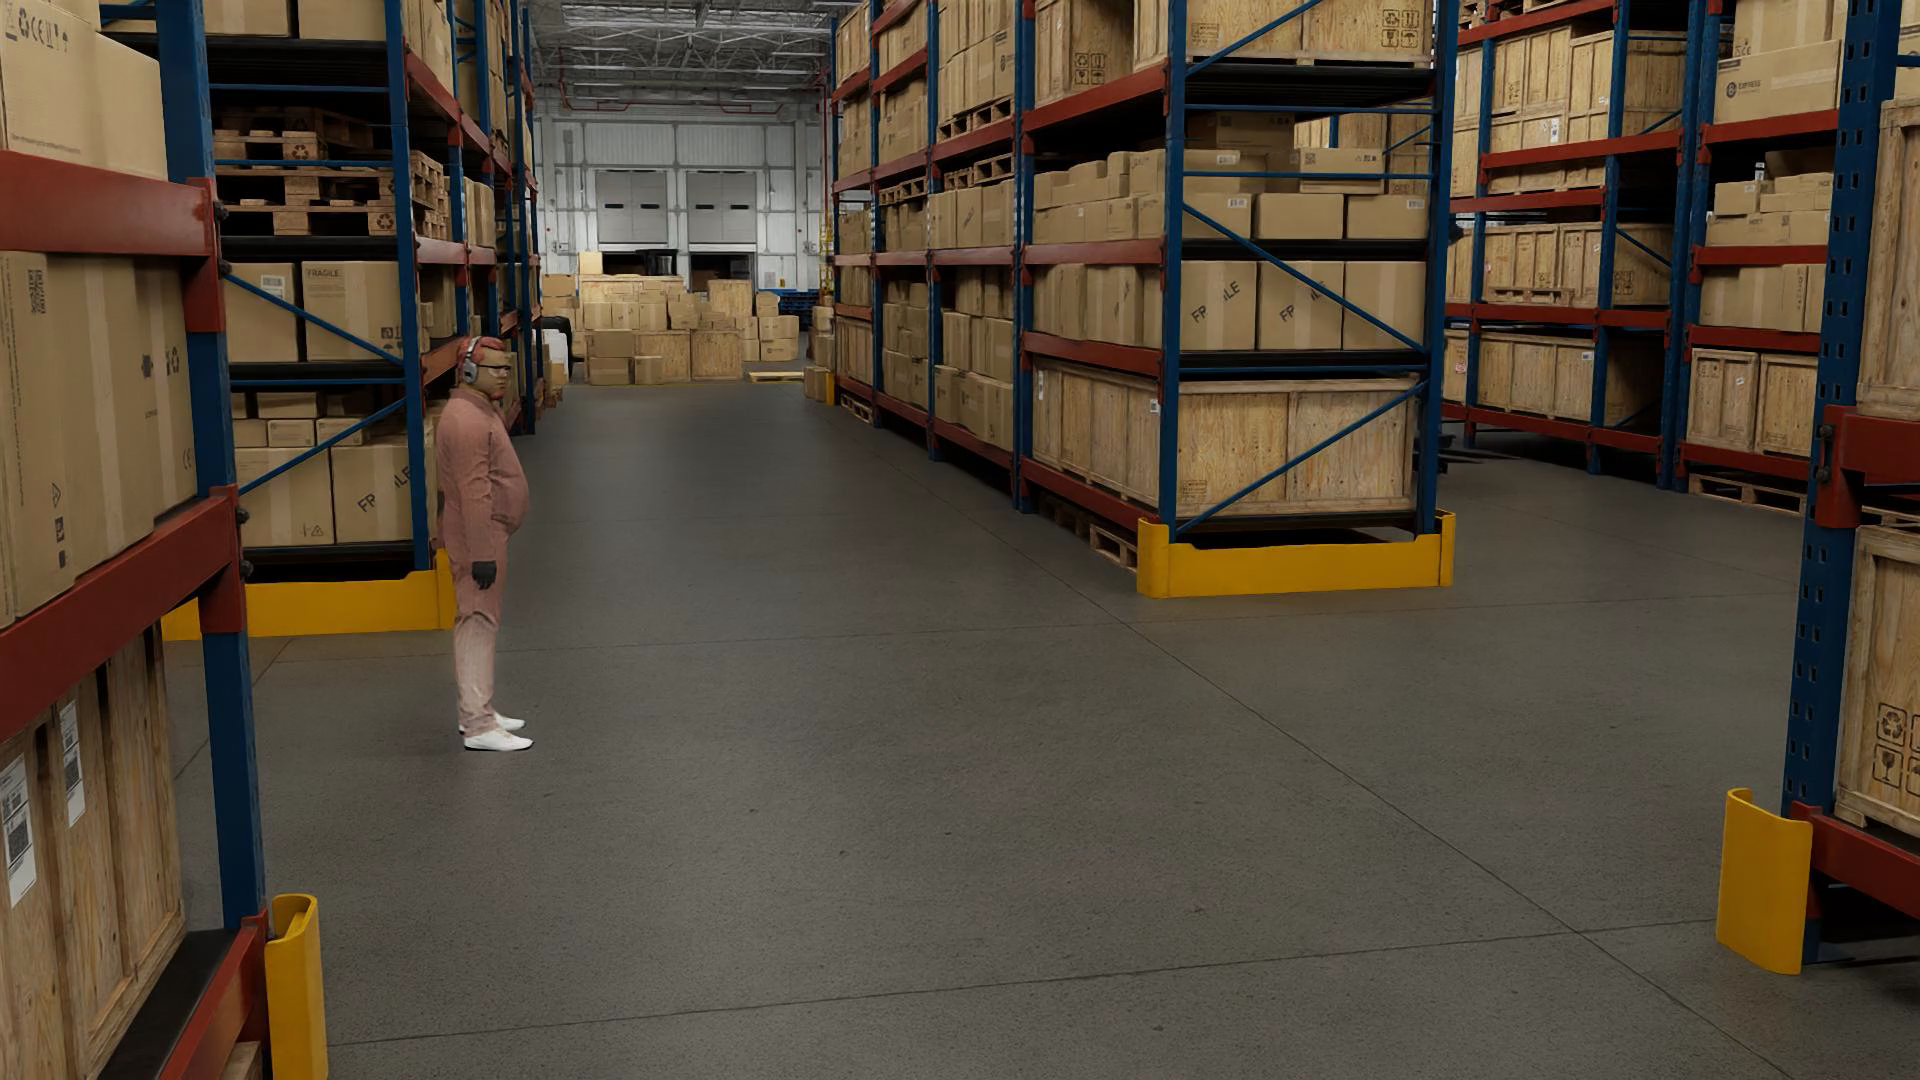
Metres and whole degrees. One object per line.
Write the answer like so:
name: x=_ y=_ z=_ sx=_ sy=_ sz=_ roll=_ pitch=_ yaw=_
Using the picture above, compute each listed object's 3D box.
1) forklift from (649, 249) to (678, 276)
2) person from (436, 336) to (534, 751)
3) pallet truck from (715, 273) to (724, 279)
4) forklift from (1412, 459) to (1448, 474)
forklift: x=-9.883 y=-8.343 z=55.675 sx=1.129 sy=2.768 sz=1.873 roll=-7 pitch=12 yaw=-38
person: x=-2.196 y=0.013 z=7.715 sx=0.399 sy=1.905 sz=0.642 roll=-3 pitch=10 yaw=-17
pallet truck: x=-8.580 y=-8.986 z=62.280 sx=1.885 sy=1.965 sz=0.823 roll=1 pitch=9 yaw=5
forklift: x=4.180 y=-2.136 z=17.845 sx=1.129 sy=2.768 sz=1.873 roll=-6 pitch=11 yaw=-32
